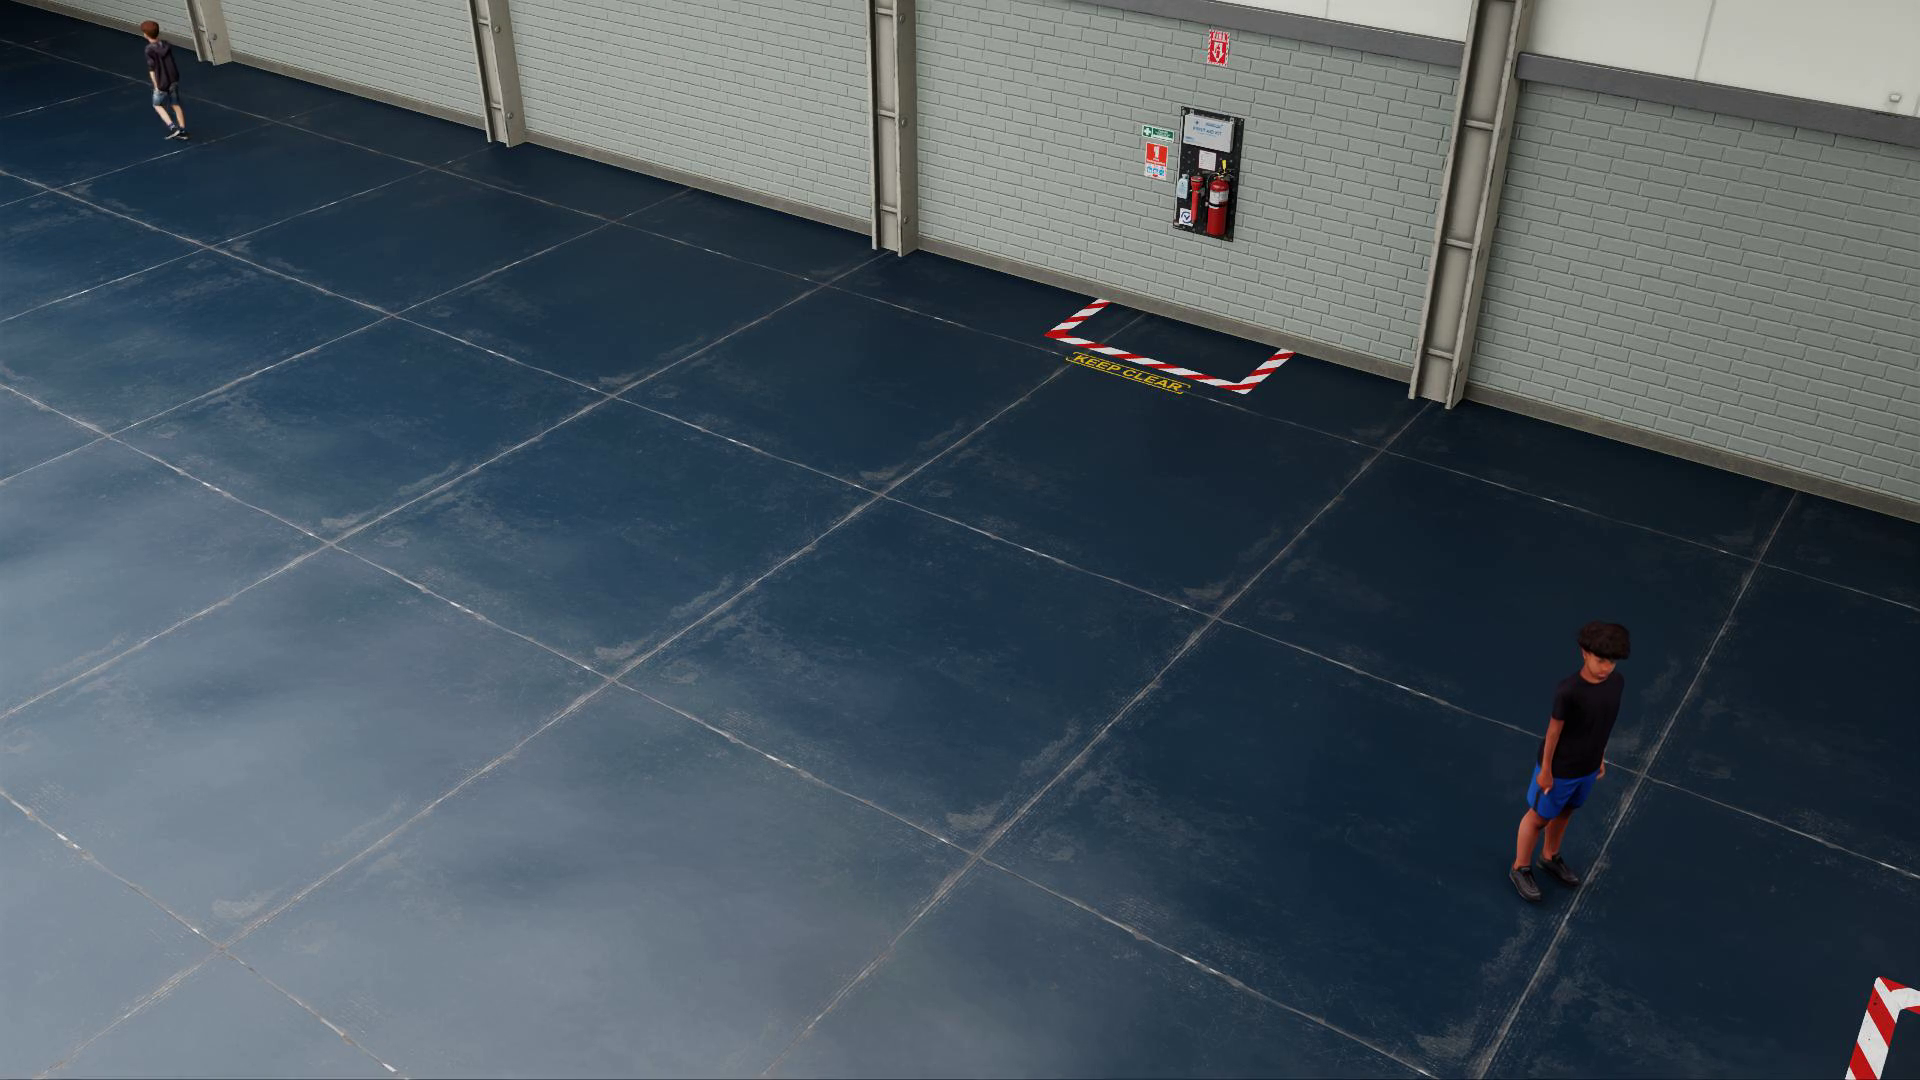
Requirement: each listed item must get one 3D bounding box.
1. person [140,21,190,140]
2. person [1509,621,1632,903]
[{"bbox_3d":[-9.651,-5.581,20.257,0.543,1.437,0.548,17,36,25],"label":"person"},{"bbox_3d":[3.365,1.192,9.185,0.696,1.794,0.727,-13,34,-19],"label":"person"}]
